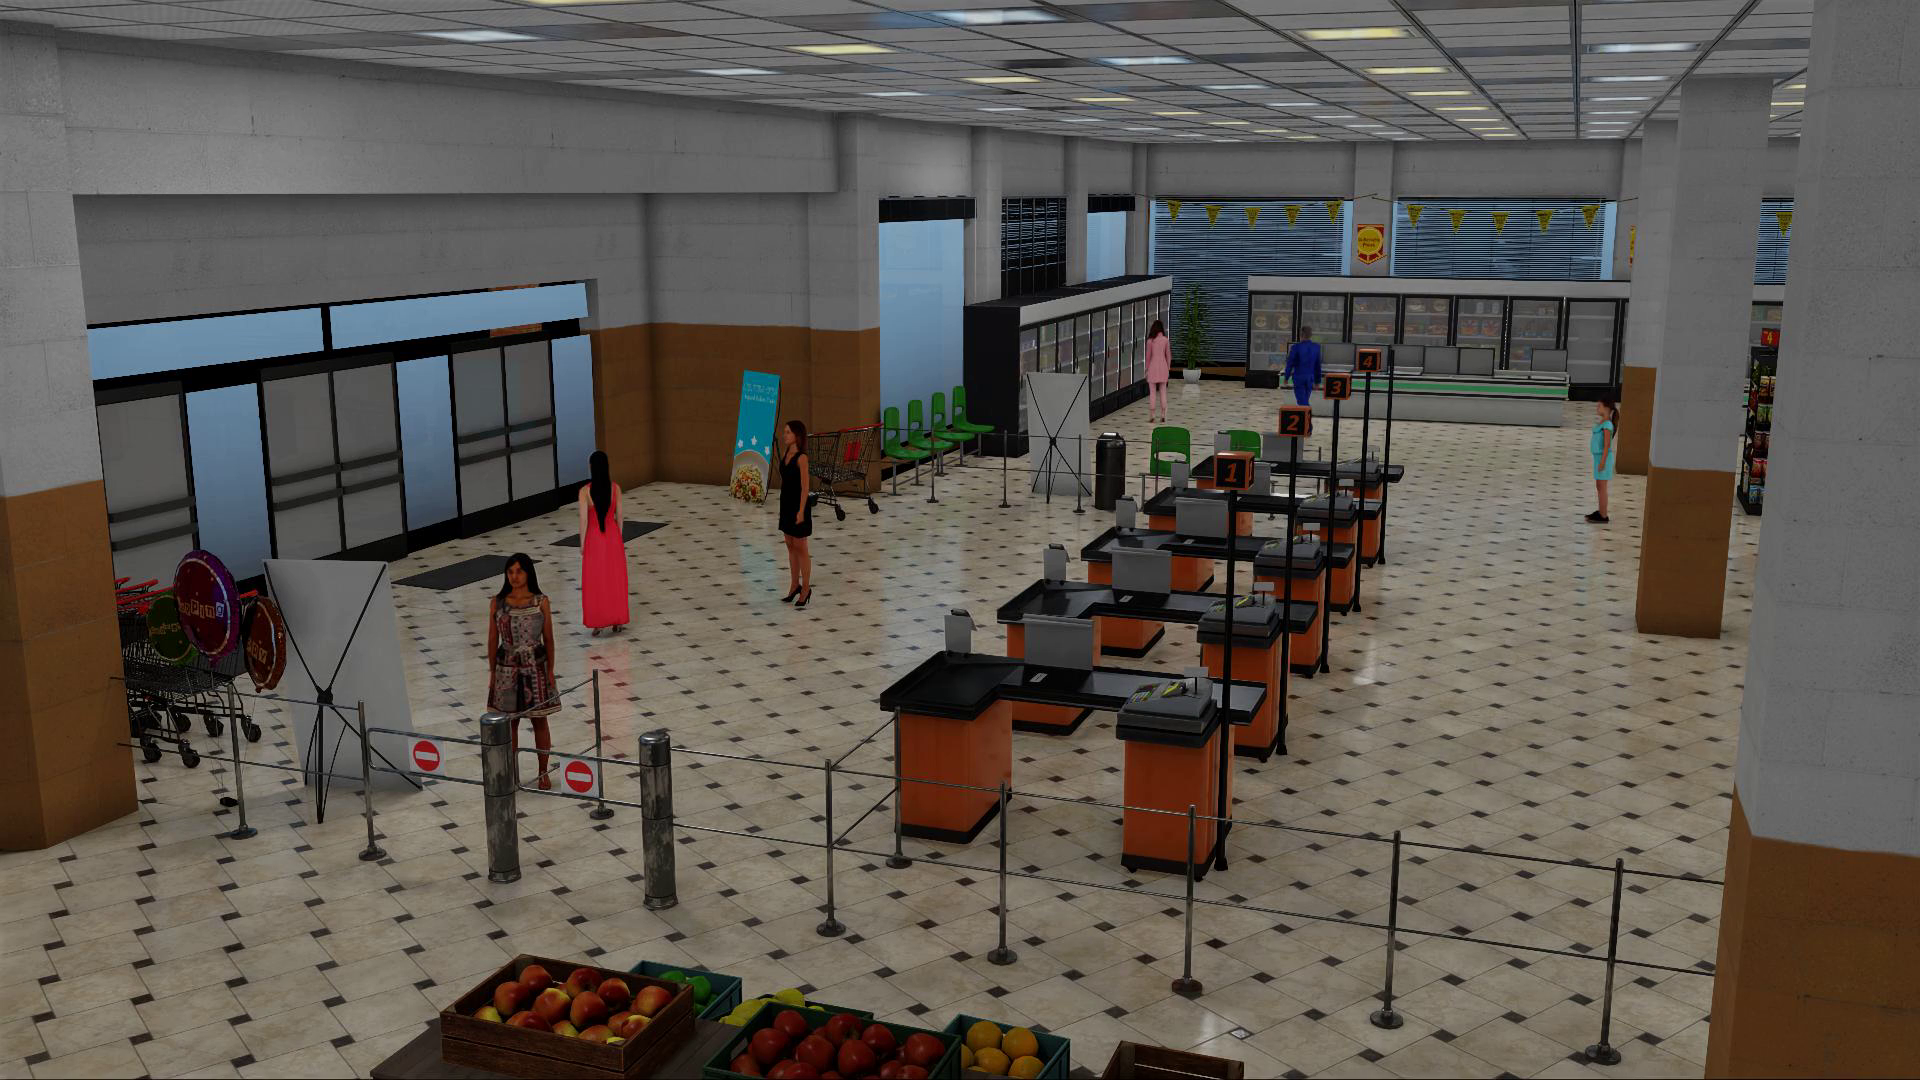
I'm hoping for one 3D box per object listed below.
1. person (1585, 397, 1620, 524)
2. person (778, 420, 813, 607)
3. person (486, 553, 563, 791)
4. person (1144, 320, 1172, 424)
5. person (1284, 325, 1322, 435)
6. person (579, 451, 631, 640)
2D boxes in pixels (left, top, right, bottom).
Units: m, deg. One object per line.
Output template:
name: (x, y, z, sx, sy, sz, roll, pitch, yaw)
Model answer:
person: (7.921, -0.994, 20.487, 0.515, 1.558, 0.544, 4, 12, 17)
person: (-1.616, -0.266, 16.356, 0.724, 1.835, 0.627, -9, 15, -36)
person: (-2.975, 0.890, 11.327, 0.636, 1.645, 0.783, -1, 12, -7)
person: (3.473, -2.961, 29.233, 0.627, 1.803, 0.750, -2, 12, -9)
person: (5.752, -2.621, 27.672, 1.205, 1.780, 1.201, -4, 12, -17)
person: (-3.260, 0.036, 15.182, 0.712, 1.727, 0.746, -8, 14, -34)
